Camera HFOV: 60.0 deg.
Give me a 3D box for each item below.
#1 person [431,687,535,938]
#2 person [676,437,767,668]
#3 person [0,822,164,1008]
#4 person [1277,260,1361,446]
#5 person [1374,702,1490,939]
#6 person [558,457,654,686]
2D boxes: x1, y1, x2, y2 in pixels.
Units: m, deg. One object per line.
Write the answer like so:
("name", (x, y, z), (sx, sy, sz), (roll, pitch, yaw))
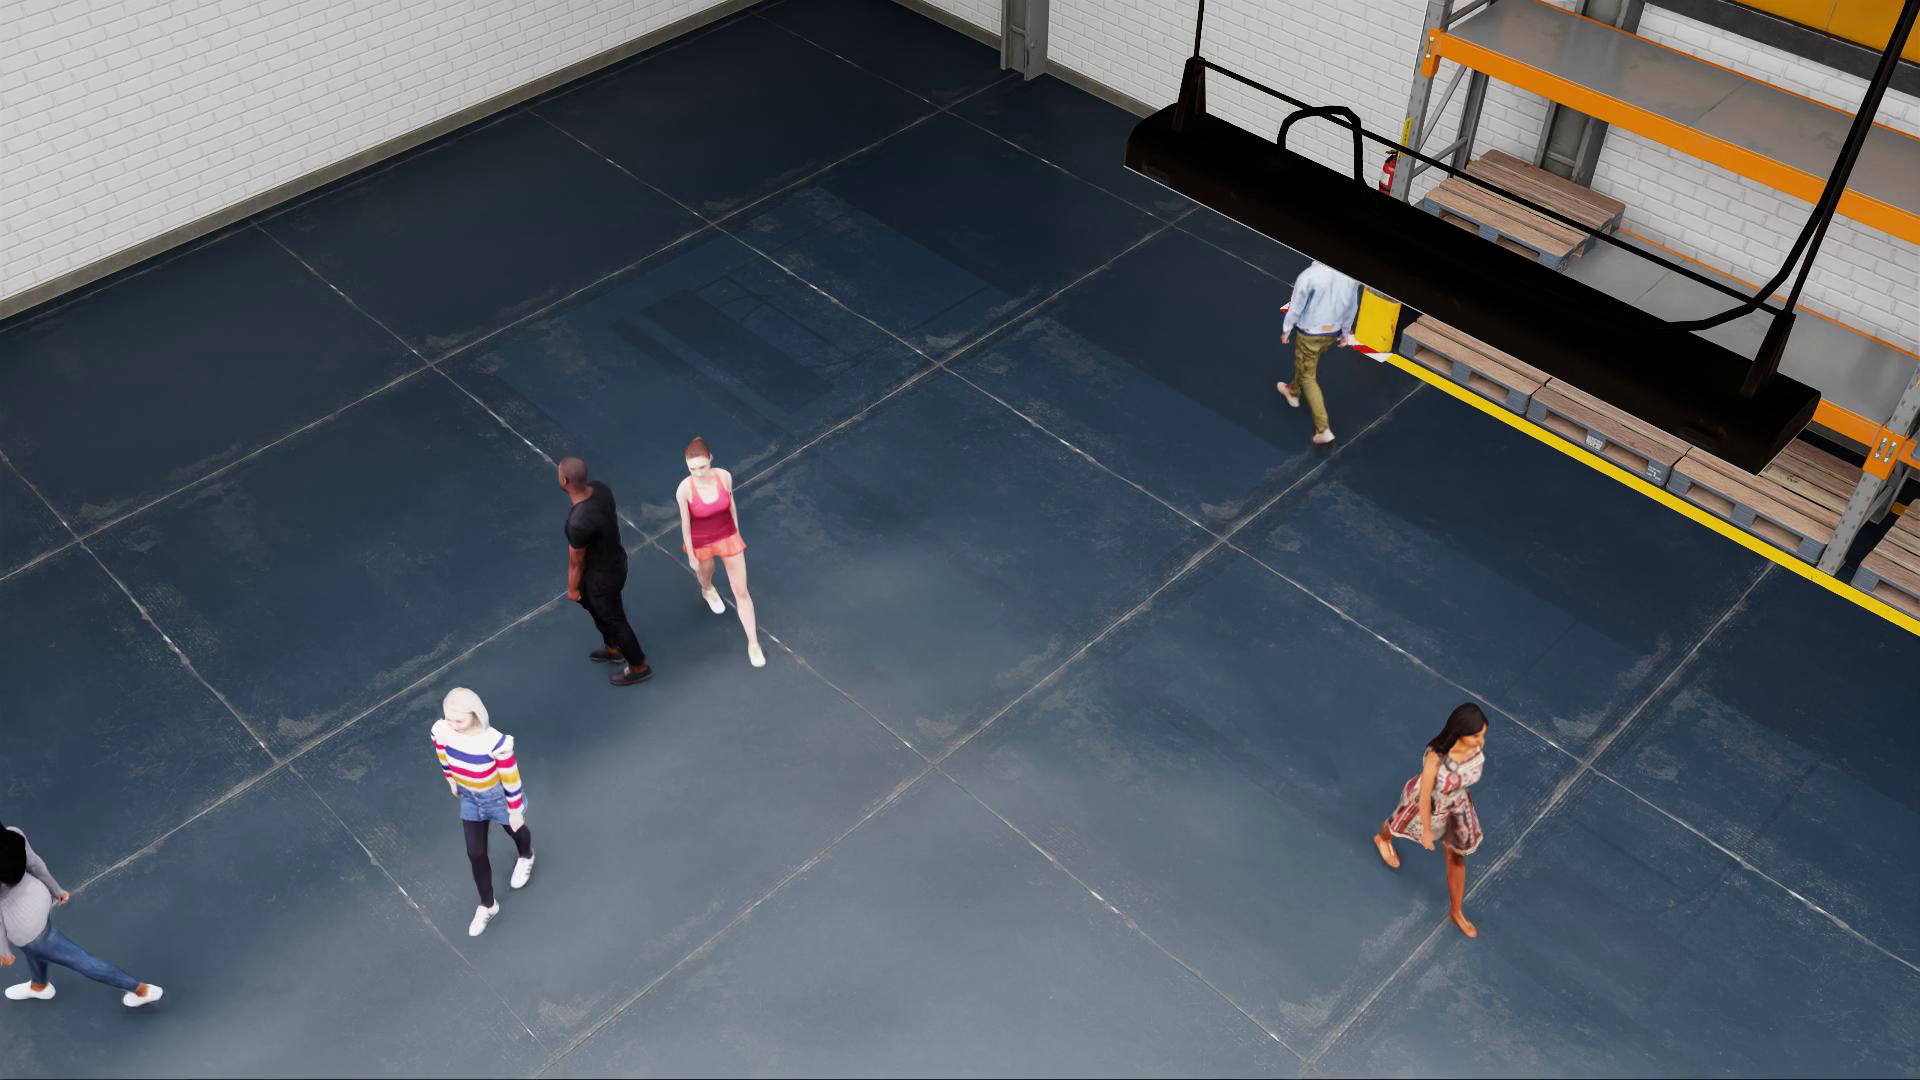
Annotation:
("person", (-2.666, 1.401, 9.561), (0.988, 1.787, 1.003), (8, 44, 8))
("person", (-1.681, -0.023, 11.123), (0.832, 1.695, 1.223), (-20, 47, -20))
("person", (-4.900, 2.044, 8.952), (1.179, 1.696, 1.141), (-1, 44, -1))
("person", (2.749, -1.534, 12.649), (1.016, 1.778, 1.272), (-14, 45, -15))
("person", (2.698, 1.472, 9.625), (0.924, 1.597, 1.190), (-15, 46, -15))
("person", (-2.233, 0.243, 10.780), (0.890, 1.783, 0.832), (-3, 44, -3))
